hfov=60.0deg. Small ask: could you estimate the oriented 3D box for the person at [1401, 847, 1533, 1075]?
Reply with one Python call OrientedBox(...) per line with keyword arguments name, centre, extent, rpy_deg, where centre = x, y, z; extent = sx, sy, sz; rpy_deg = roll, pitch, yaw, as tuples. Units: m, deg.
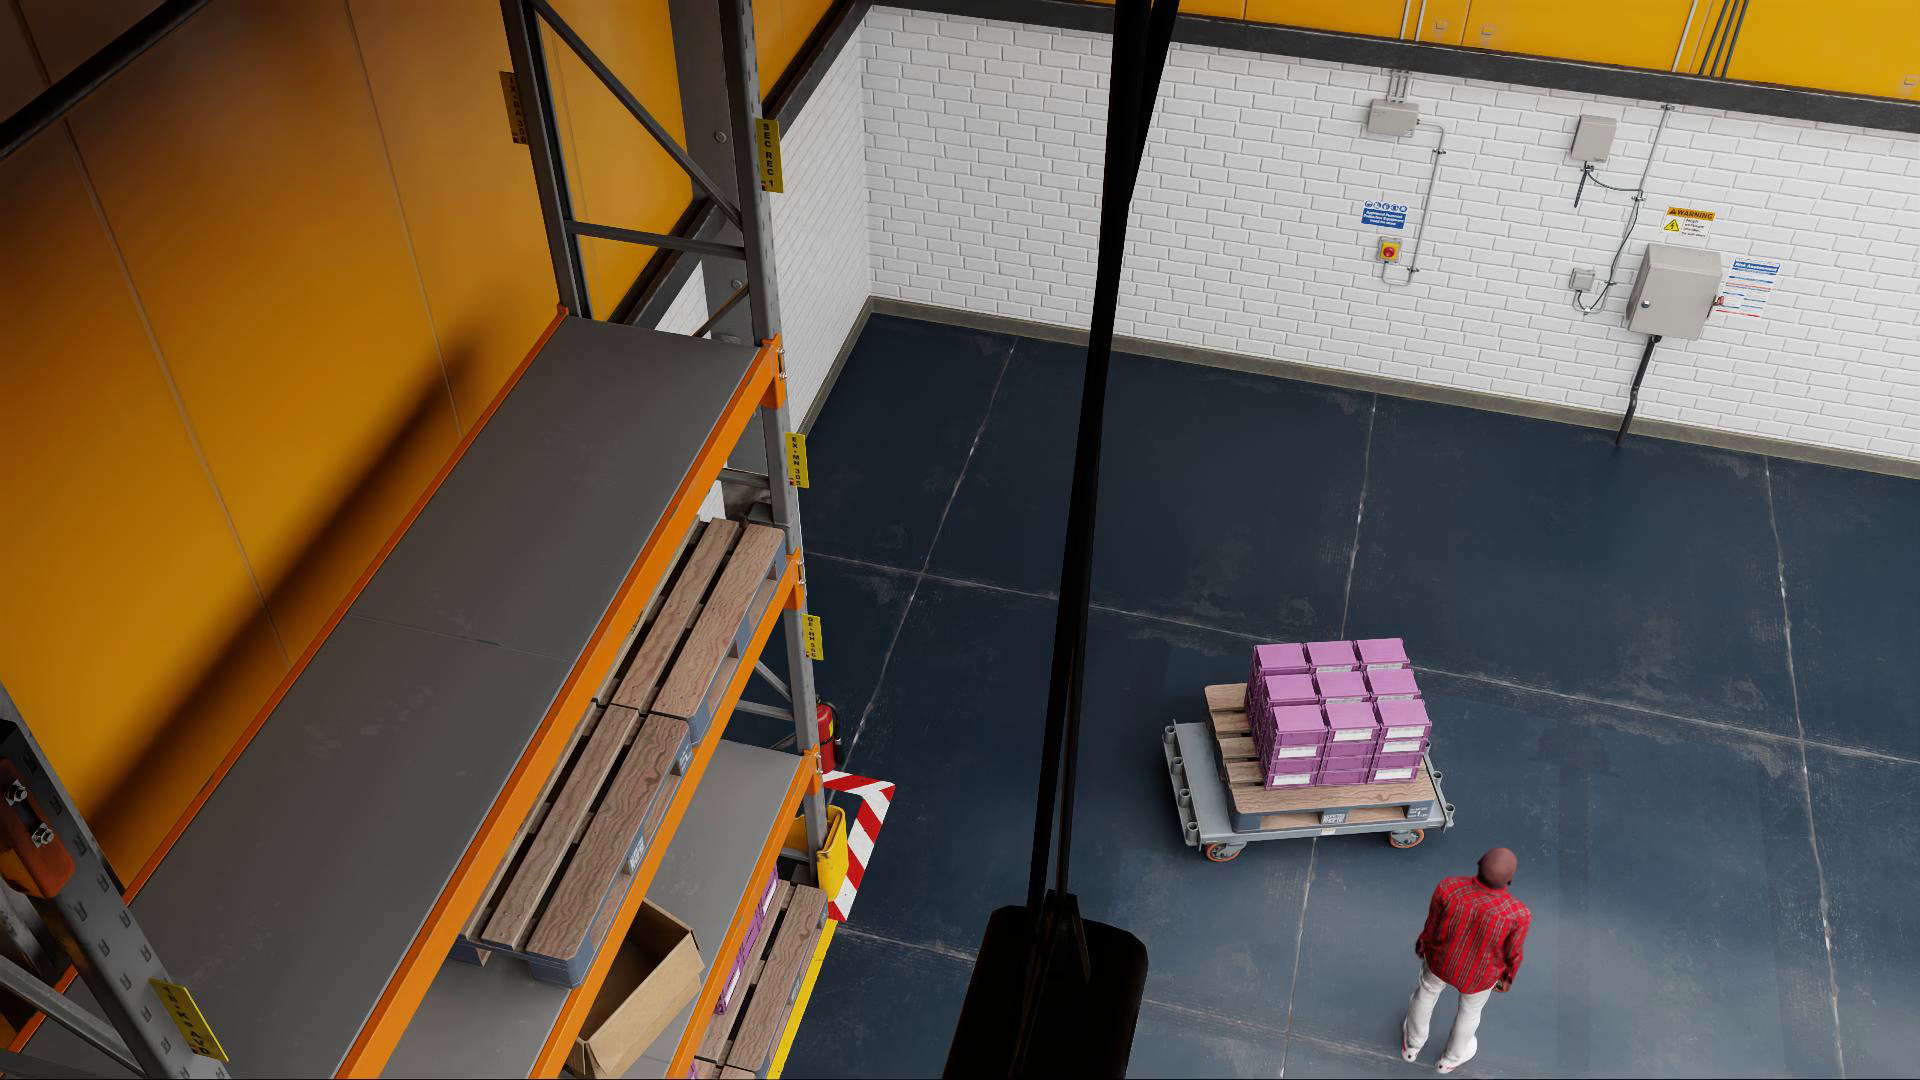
OrientedBox(name="person", centre=(2.627, 2.181, 8.670), extent=(0.725, 1.819, 0.656), rpy_deg=(22, 48, 21))
